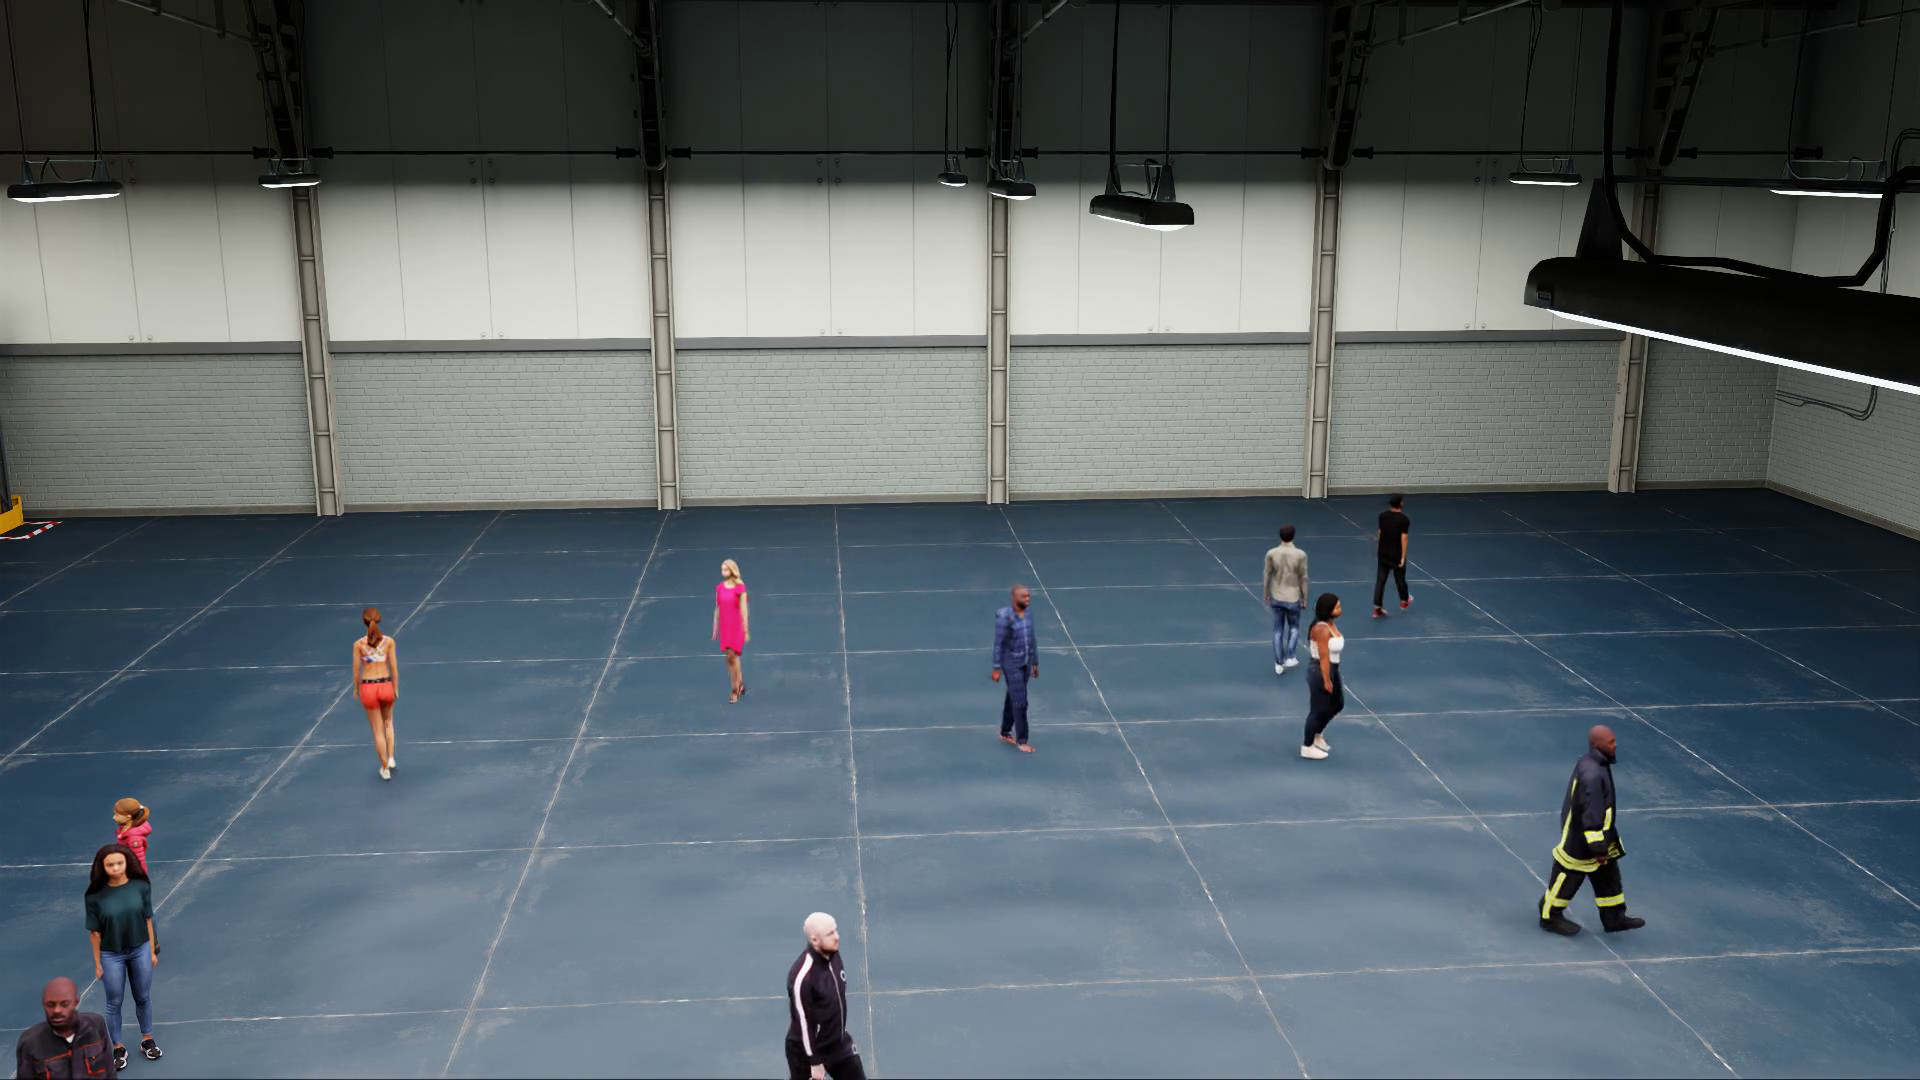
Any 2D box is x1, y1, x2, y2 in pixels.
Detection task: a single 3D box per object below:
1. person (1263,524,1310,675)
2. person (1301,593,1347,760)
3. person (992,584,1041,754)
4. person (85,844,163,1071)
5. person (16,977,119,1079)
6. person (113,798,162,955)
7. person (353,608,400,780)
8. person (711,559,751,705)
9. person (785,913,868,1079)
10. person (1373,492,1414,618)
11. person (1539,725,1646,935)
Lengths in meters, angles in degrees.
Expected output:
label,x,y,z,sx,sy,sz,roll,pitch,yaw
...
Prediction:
label,x,y,z,sx,sy,sz,roll,pitch,yaw
person,3.977,0.747,20.424,0.830,1.851,0.916,4,14,16
person,3.737,1.433,17.584,0.792,1.795,0.763,6,15,26
person,0.540,1.346,17.950,1.014,1.801,0.962,13,18,43
person,-5.865,2.893,11.675,0.683,1.617,0.768,-9,16,-35
person,-5.033,3.308,9.428,0.835,1.823,0.772,11,17,39
person,-6.571,2.676,13.274,0.636,1.318,0.596,-11,17,-38
person,-5.930,1.590,16.953,0.678,1.774,0.745,-7,15,-27
person,-2.597,1.040,19.464,0.724,1.713,0.790,8,15,31
person,-0.968,3.128,10.223,0.978,1.815,0.887,6,14,24
person,5.900,0.239,22.914,1.103,1.717,1.143,10,16,37
person,5.020,2.362,13.581,1.207,1.791,1.079,7,15,27
